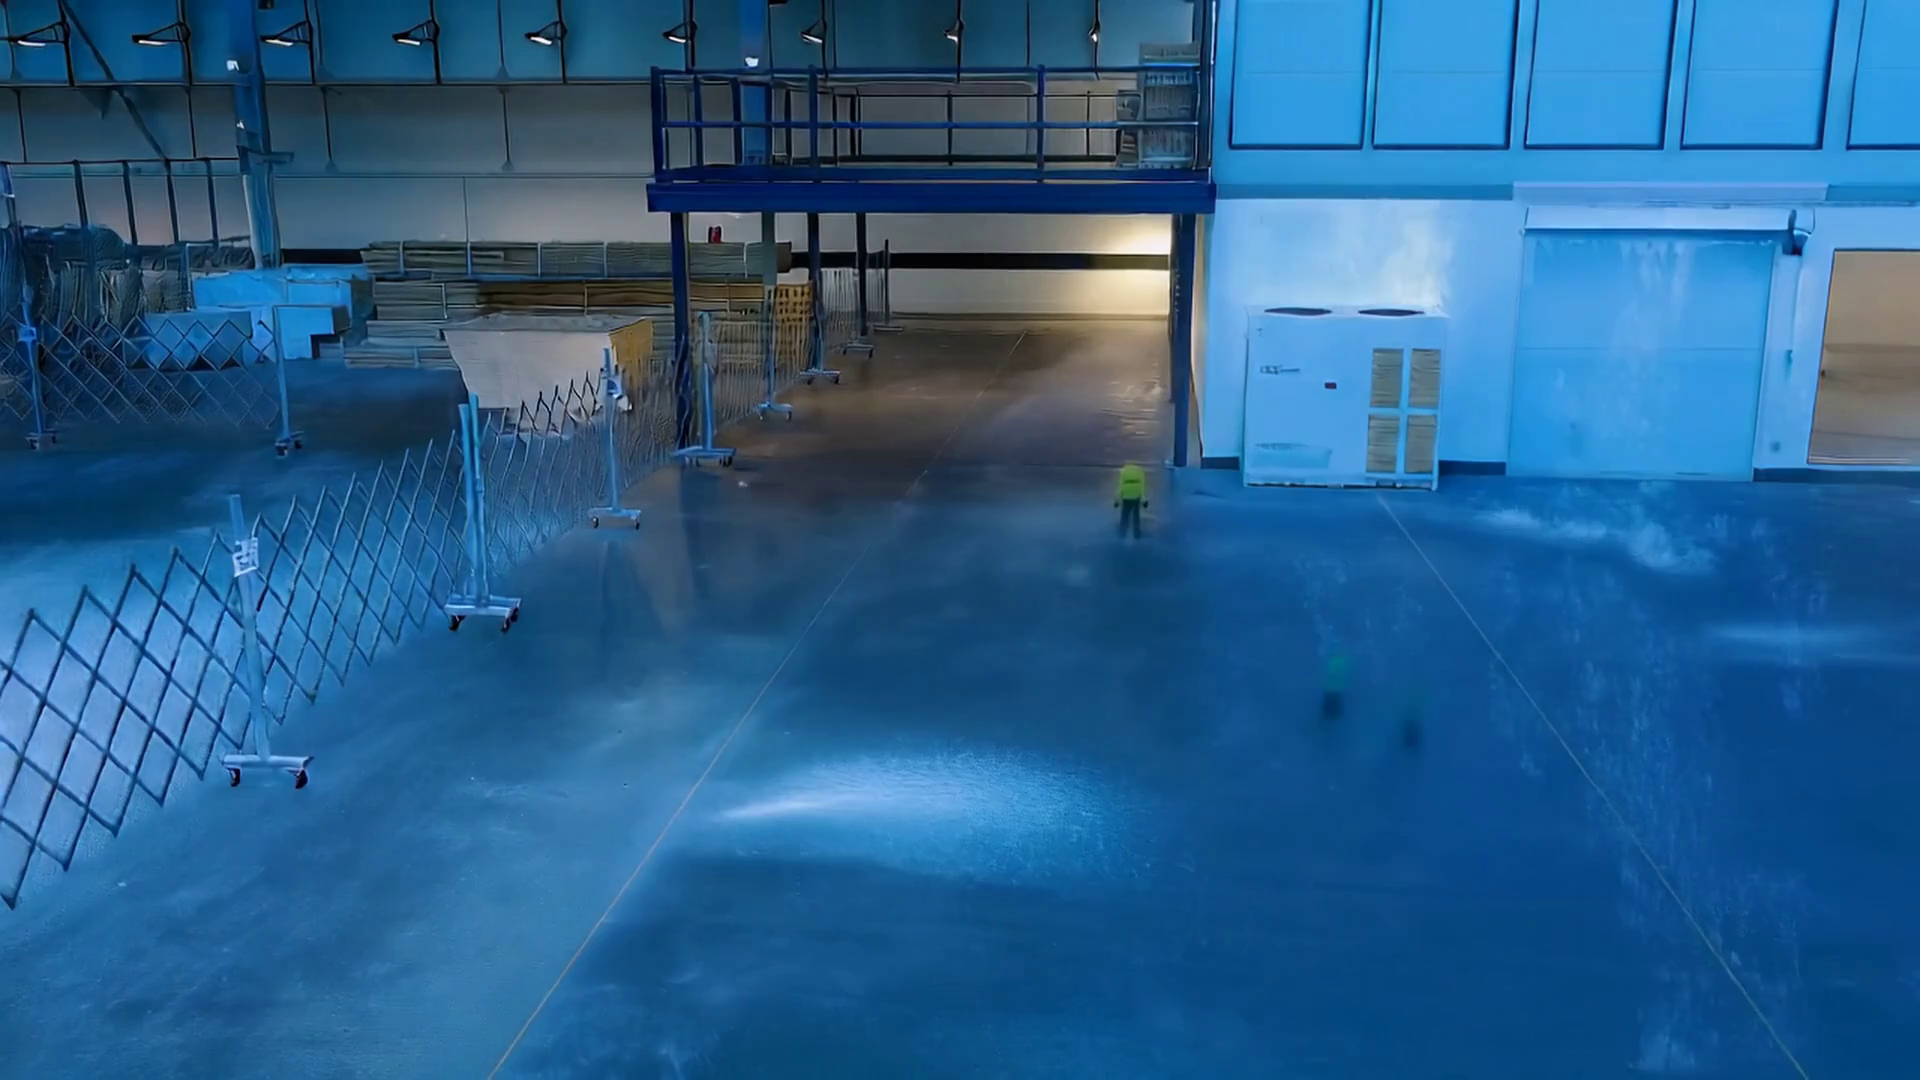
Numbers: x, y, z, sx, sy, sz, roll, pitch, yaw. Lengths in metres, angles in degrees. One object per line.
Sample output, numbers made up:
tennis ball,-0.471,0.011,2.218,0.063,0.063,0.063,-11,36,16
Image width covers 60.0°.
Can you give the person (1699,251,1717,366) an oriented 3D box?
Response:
person,10.762,-3.184,23.858,0.685,1.881,0.762,-10,17,-36
